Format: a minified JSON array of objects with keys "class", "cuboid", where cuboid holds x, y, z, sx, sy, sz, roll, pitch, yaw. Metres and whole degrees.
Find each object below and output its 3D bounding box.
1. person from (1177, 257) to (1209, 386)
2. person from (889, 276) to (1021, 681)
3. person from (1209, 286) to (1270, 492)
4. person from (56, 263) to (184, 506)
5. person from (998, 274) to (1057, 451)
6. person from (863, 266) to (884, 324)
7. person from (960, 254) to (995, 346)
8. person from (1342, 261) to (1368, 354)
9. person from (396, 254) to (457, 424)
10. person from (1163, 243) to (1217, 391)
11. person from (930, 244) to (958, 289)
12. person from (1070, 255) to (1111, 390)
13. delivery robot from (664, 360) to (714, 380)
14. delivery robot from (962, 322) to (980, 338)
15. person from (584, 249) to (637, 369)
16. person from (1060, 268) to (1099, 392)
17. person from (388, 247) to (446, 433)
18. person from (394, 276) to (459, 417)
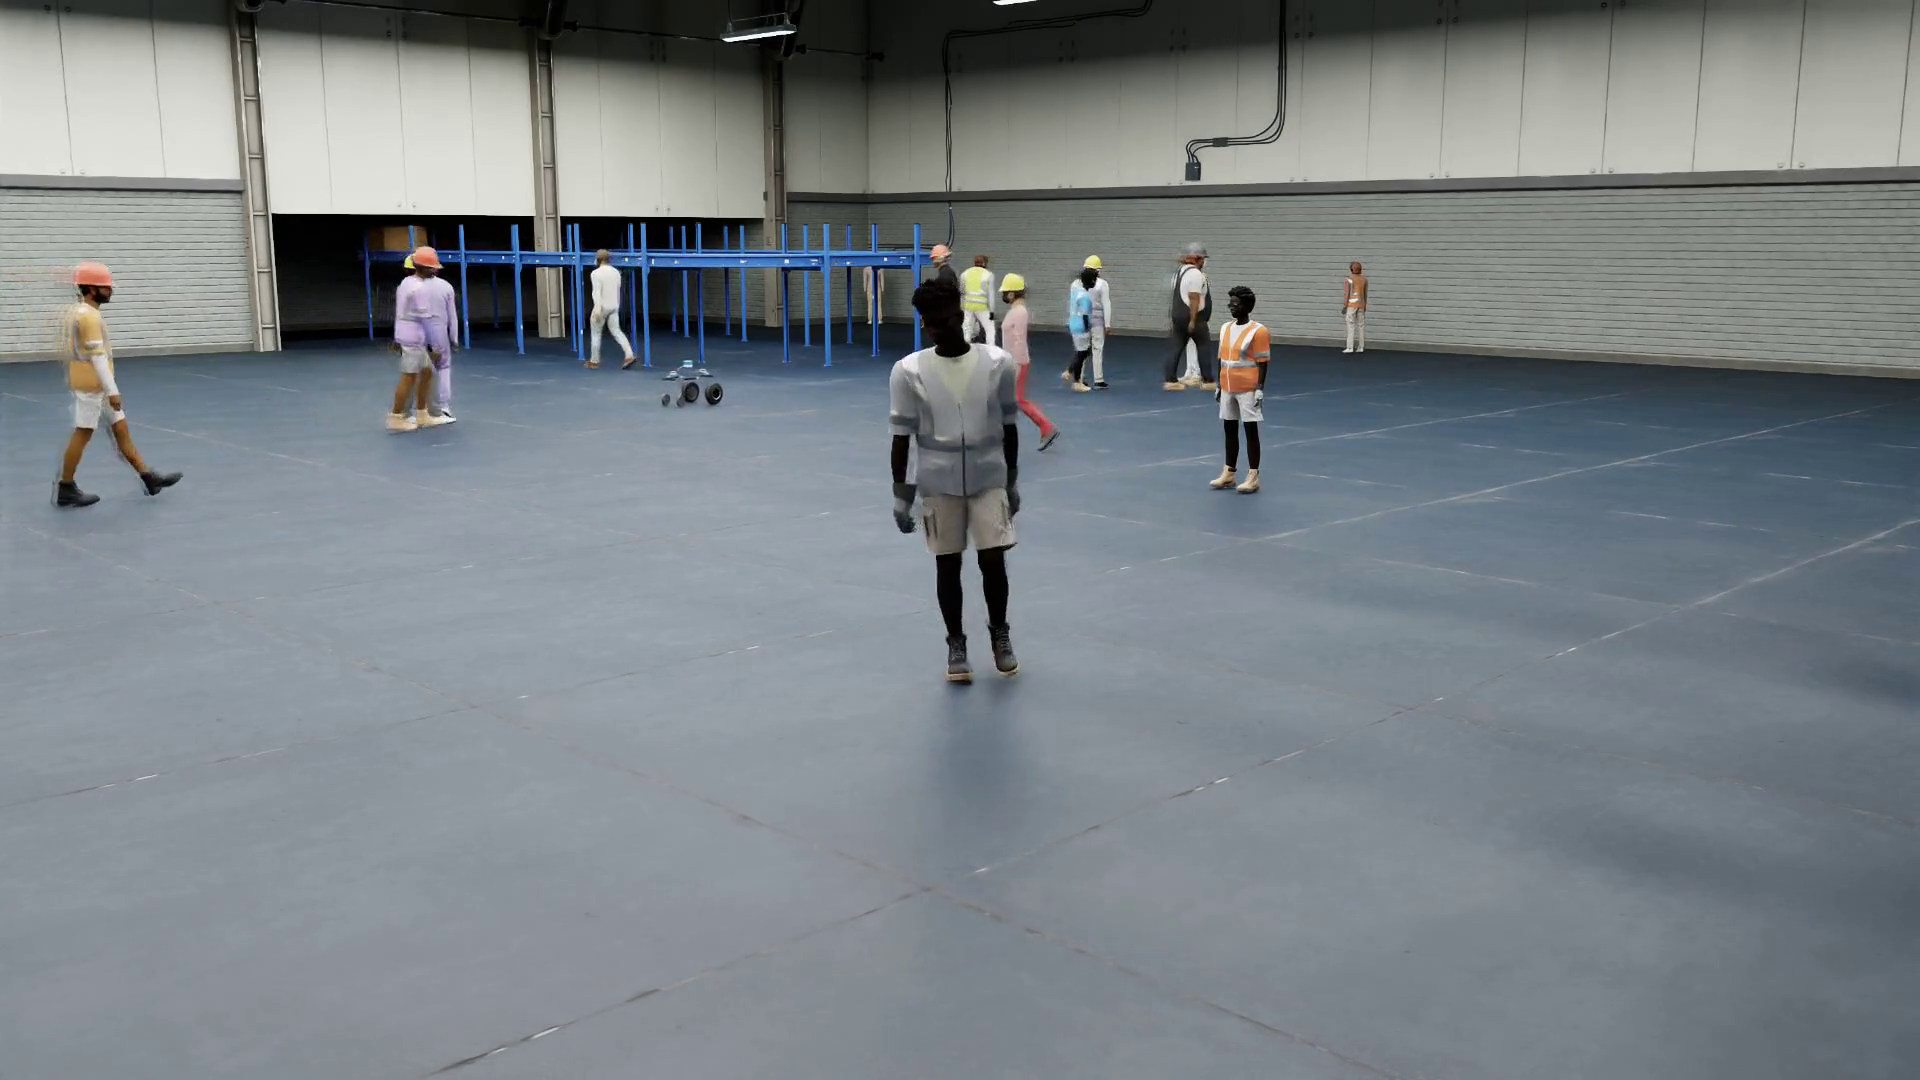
[{"class":"person","cuboid":[3.301,-3.121,23.602,0.430,1.841,0.624,-1,10,-8]},{"class":"person","cuboid":[-0.025,-0.268,7.813,0.624,1.923,0.493,-1,10,-4]},{"class":"person","cuboid":[2.321,-1.252,13.792,0.316,1.695,0.542,-8,13,-37]},{"class":"person","cuboid":[-6.735,-1.232,13.158,0.970,1.882,0.579,-6,12,-28]},{"class":"person","cuboid":[0.560,-1.738,16.321,0.752,1.745,0.538,-2,11,-10]},{"class":"person","cuboid":[-2.059,-5.969,39.683,0.501,1.633,0.284,0,10,-2]},{"class":"person","cuboid":[0.286,-3.783,27.292,0.649,1.818,0.440,5,12,27]},{"class":"person","cuboid":[7.094,-4.176,29.888,0.514,1.641,0.315,-5,11,-23]},{"class":"person","cuboid":[-5.945,-2.220,18.510,0.776,1.899,0.600,-2,11,-10]},{"class":"person","cuboid":[3.228,-3.040,22.719,0.908,2.000,0.701,-3,11,-17]},{"class":"person","cuboid":[-0.224,-3.367,24.573,0.429,1.984,0.623,2,11,8]},{"class":"person","cuboid":[1.821,-3.006,22.983,0.600,1.831,0.404,6,12,31]},{"class":"delivery robot","cuboid":[-3.412,-2.144,20.908,0.335,0.223,0.698,8,12,36]},{"class":"delivery robot","cuboid":[0.138,-4.282,33.292,0.477,0.478,0.707,-4,11,-18]},{"class":"person","cuboid":[-5.560,-3.654,26.321,0.973,1.906,0.635,6,12,31]},{"class":"person","cuboid":[1.659,-2.831,22.457,0.421,1.668,0.569,0,10,-2]},{"class":"person","cuboid":[-5.845,-2.145,17.875,0.734,1.981,0.637,-6,12,-30]},{"class":"person","cuboid":[-6.080,-2.297,18.938,0.682,1.892,0.509,-4,11,-22]}]
